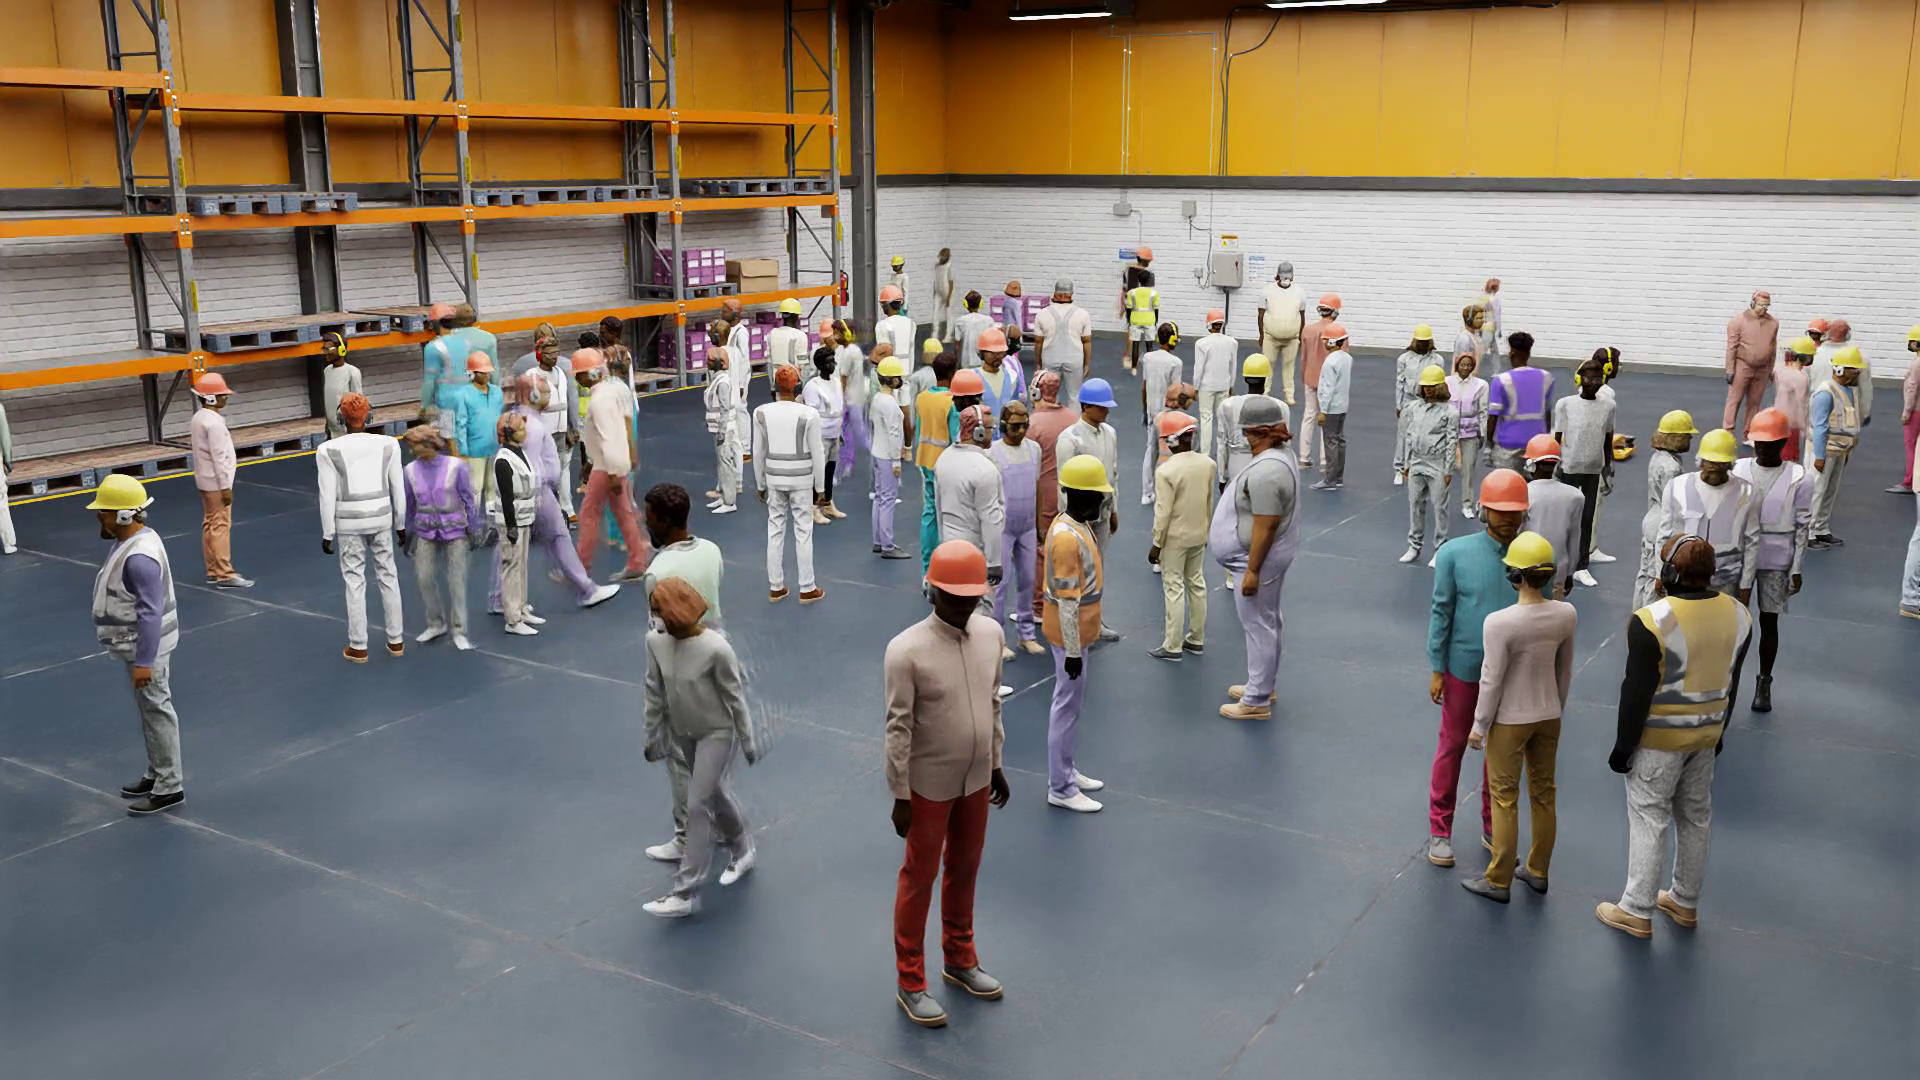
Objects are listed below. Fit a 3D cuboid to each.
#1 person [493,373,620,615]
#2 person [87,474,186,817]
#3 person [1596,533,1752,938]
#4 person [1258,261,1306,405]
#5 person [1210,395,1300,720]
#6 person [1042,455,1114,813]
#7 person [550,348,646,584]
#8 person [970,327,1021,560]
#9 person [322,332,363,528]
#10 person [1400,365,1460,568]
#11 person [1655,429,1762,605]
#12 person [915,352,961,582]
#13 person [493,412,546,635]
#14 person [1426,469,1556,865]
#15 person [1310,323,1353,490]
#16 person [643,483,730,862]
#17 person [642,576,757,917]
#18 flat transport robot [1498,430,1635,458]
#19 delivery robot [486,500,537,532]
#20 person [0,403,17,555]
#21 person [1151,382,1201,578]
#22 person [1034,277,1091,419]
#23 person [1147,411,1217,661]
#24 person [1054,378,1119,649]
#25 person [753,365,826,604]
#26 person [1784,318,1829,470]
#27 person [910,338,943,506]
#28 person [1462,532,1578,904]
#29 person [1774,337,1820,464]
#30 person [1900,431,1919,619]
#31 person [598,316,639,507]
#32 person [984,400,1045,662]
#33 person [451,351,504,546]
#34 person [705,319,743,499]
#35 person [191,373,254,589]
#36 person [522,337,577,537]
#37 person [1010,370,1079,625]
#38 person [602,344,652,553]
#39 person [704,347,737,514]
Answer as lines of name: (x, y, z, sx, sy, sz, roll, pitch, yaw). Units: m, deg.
person: (-3.163, -0.351, 12.741, 0.984, 1.857, 0.643, -7, 15, -29)
person: (-4.380, 0.552, 8.865, 0.403, 1.834, 0.589, -7, 15, -29)
person: (3.177, 0.874, 7.453, 0.626, 1.844, 0.429, -5, 14, -21)
person: (4.543, -2.916, 23.455, 0.677, 2.000, 0.536, 0, 13, 1)
person: (1.831, 0.094, 10.397, 0.538, 2.000, 0.688, 4, 14, 18)
person: (0.627, 0.490, 8.931, 0.369, 1.924, 0.594, 1, 13, 6)
person: (-2.990, -0.592, 13.589, 0.870, 1.946, 0.616, 0, 13, 2)
person: (0.270, -0.808, 14.303, 0.609, 2.044, 0.393, -7, 15, -29)
person: (-5.782, -1.012, 15.570, 0.532, 1.871, 0.321, 8, 15, 31)
person: (4.005, -0.631, 14.217, 0.334, 1.734, 0.482, -11, 17, -40)
person: (4.654, 0.203, 10.401, 0.593, 1.824, 0.403, 6, 14, 24)
person: (-0.148, -0.570, 13.545, 0.391, 1.920, 0.587, -9, 16, -34)
person: (-3.262, -0.127, 12.234, 0.309, 1.641, 0.511, 0, 13, -2)
person: (2.600, 0.629, 8.177, 0.609, 1.996, 0.383, 0, 13, 0)
person: (3.918, -1.408, 17.543, 0.326, 1.752, 0.560, 8, 15, 32)
person: (-1.349, 0.661, 8.234, 0.384, 1.910, 0.594, 5, 14, 22)
person: (-1.224, 0.937, 7.733, 0.527, 1.585, 0.857, 9, 16, 35)
flat transport robot: (7.199, -1.163, 19.726, 1.431, 0.197, 0.652, 8, 15, 30)
delivery robot: (-3.981, -0.295, 15.134, 0.477, 0.478, 0.707, 6, 14, 24)
person: (-8.555, -0.651, 14.509, 0.525, 1.639, 0.307, -10, 16, -36)
person: (1.792, -0.499, 13.852, 0.315, 1.638, 0.515, -10, 17, -38)
person: (1.249, -2.174, 20.234, 0.688, 2.000, 0.535, 1, 13, 6)
person: (1.522, -0.030, 11.585, 0.561, 1.743, 0.337, -11, 17, -39)
person: (0.919, -0.191, 11.860, 0.416, 1.940, 0.608, 12, 17, 41)
person: (-1.324, -0.432, 13.023, 0.584, 1.882, 0.347, 4, 13, 16)
person: (9.291, -1.554, 18.213, 0.574, 1.737, 0.354, 10, 16, 37)
person: (-0.260, -1.178, 16.691, 0.491, 1.689, 0.916, 0, 13, 1)
person: (2.621, 0.832, 7.799, 0.523, 1.769, 0.313, -6, 14, -23)
person: (8.108, -1.106, 16.235, 0.399, 1.751, 0.545, 1, 13, 4)
person: (7.441, -0.395, 12.618, 0.395, 1.993, 0.614, 9, 16, 34)
person: (-3.410, -1.270, 16.583, 0.392, 1.920, 0.593, -6, 14, -23)
person: (0.361, -0.069, 11.564, 0.518, 1.836, 0.345, -8, 15, -33)
person: (-4.303, -0.835, 15.057, 0.331, 1.750, 0.573, 8, 15, 31)
person: (-2.425, -1.337, 17.035, 0.345, 1.846, 0.506, 6, 14, 23)
person: (-6.034, -0.486, 13.542, 0.338, 1.752, 0.564, -10, 16, -36)
person: (-3.824, -0.961, 15.400, 0.373, 1.843, 0.569, 6, 14, 24)
person: (0.620, -0.320, 12.488, 0.407, 1.908, 0.642, 11, 17, 40)
person: (-3.004, -0.811, 14.752, 0.345, 1.847, 0.508, -10, 16, -36)
person: (-2.353, -1.081, 16.373, 0.309, 1.641, 0.514, -3, 13, -14)
